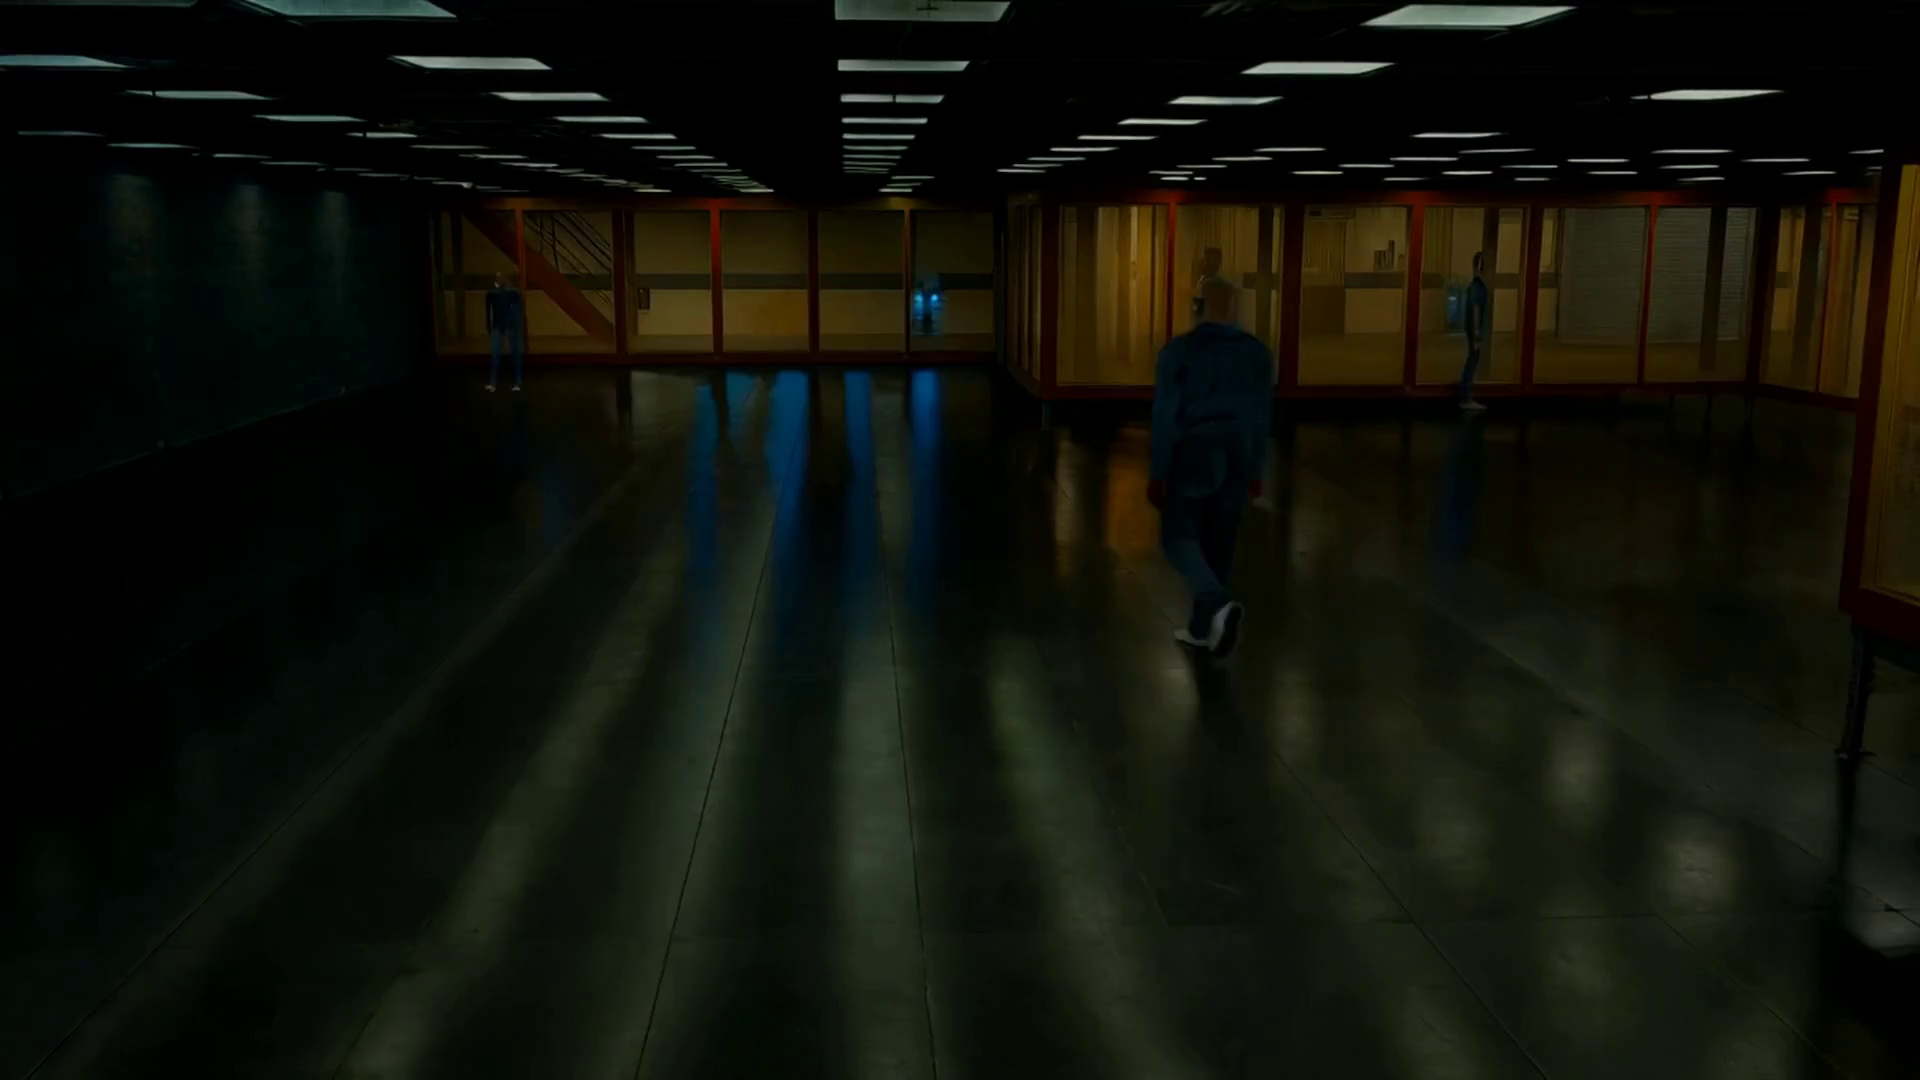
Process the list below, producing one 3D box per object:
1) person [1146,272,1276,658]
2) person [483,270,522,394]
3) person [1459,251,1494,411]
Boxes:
[{"bbox_3d":[1.230,-0.348,8.100,0.660,1.891,0.642,-5,12,-24],"label":"person"},{"bbox_3d":[-5.899,-2.673,21.452,0.506,1.586,0.842,1,11,5],"label":"person"},{"bbox_3d":[6.068,-2.454,19.540,0.310,1.864,0.533,3,11,16],"label":"person"}]
